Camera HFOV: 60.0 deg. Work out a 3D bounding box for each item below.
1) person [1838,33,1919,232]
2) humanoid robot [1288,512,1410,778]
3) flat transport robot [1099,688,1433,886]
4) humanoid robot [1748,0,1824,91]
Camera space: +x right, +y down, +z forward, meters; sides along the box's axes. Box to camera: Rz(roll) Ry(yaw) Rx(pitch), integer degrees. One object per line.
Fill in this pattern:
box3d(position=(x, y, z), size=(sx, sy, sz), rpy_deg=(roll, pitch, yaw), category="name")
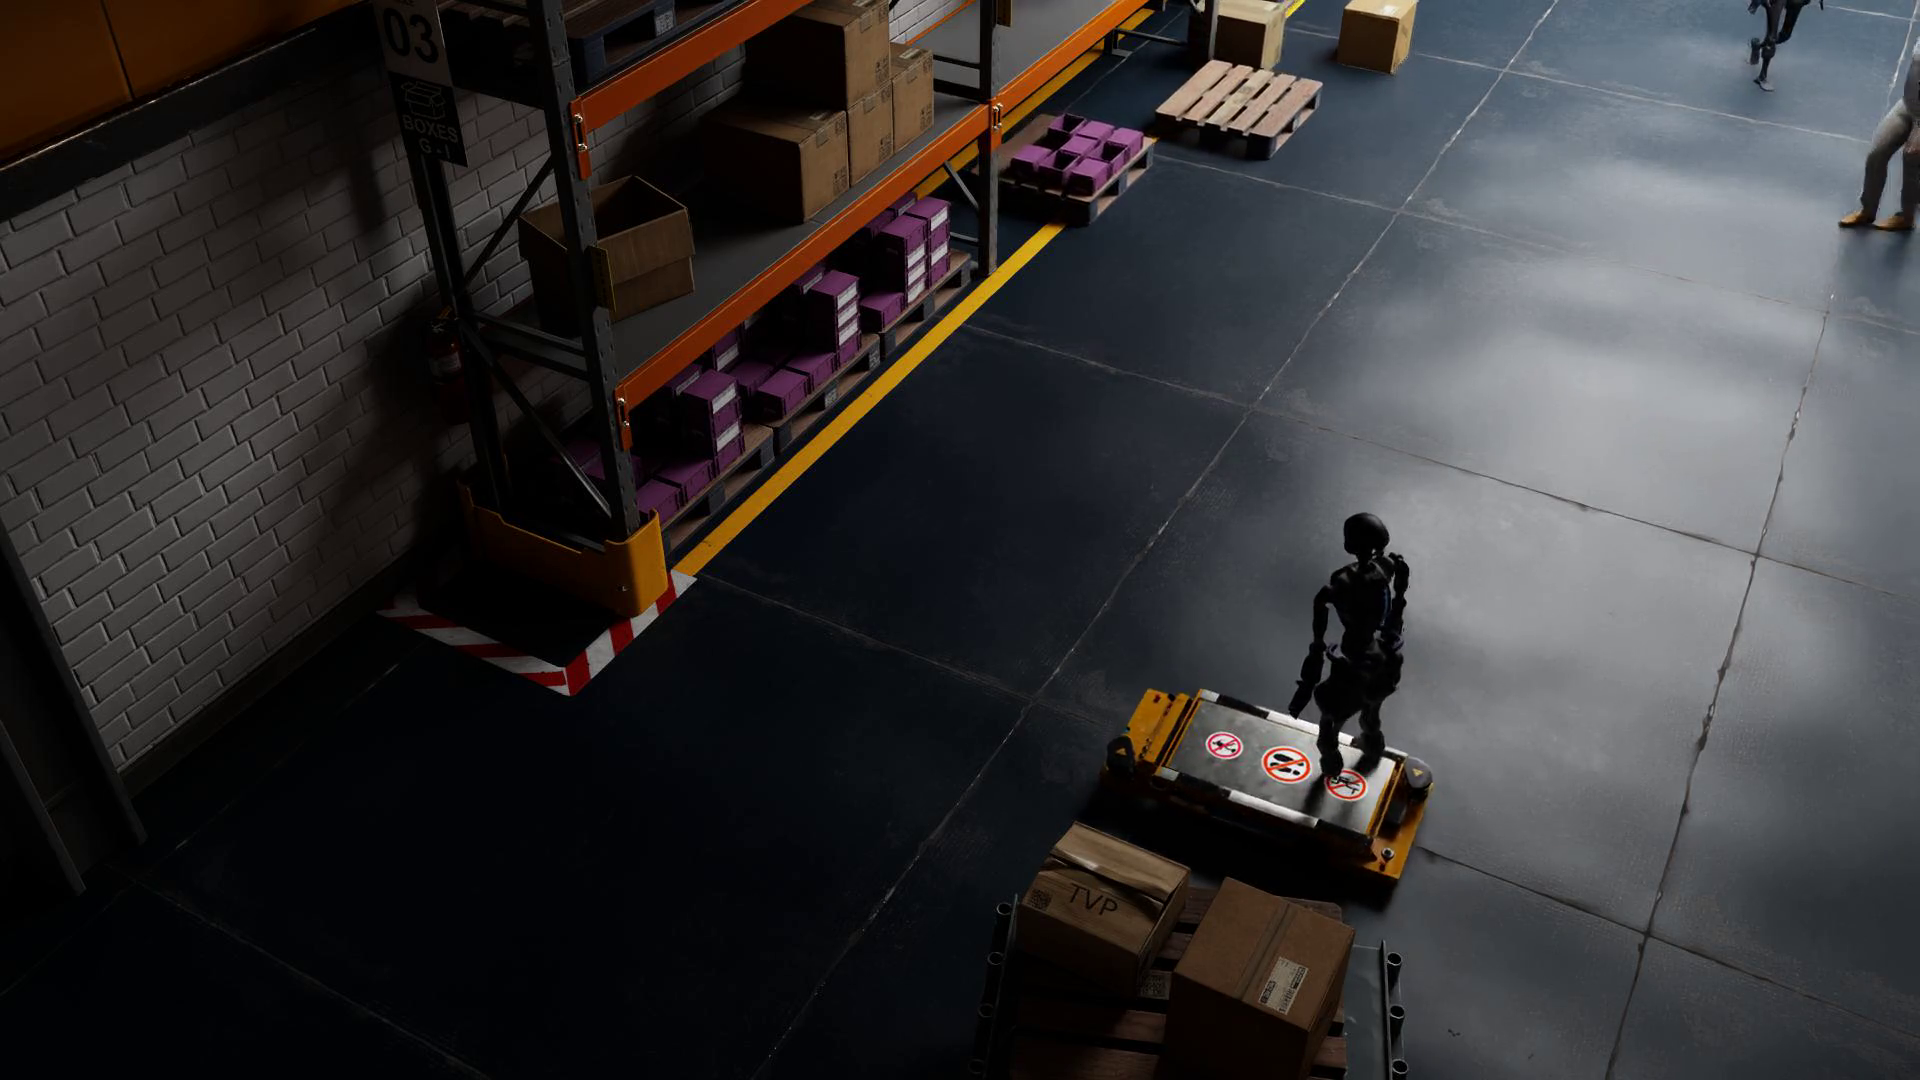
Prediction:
box3d(position=(6.752, -2.983, 11.687), size=(0.646, 1.842, 0.594), rpy_deg=(-8, 39, -9), category="person")
box3d(position=(1.769, 0.581, 7.376), size=(0.601, 1.644, 0.372), rpy_deg=(-23, 44, -26), category="humanoid robot")
box3d(position=(1.441, 1.112, 7.829), size=(1.431, 0.231, 0.659), rpy_deg=(17, 42, 20), category="flat transport robot")
box3d(position=(6.938, -4.669, 13.955), size=(0.614, 1.646, 0.693), rpy_deg=(-3, 39, -4), category="humanoid robot")
